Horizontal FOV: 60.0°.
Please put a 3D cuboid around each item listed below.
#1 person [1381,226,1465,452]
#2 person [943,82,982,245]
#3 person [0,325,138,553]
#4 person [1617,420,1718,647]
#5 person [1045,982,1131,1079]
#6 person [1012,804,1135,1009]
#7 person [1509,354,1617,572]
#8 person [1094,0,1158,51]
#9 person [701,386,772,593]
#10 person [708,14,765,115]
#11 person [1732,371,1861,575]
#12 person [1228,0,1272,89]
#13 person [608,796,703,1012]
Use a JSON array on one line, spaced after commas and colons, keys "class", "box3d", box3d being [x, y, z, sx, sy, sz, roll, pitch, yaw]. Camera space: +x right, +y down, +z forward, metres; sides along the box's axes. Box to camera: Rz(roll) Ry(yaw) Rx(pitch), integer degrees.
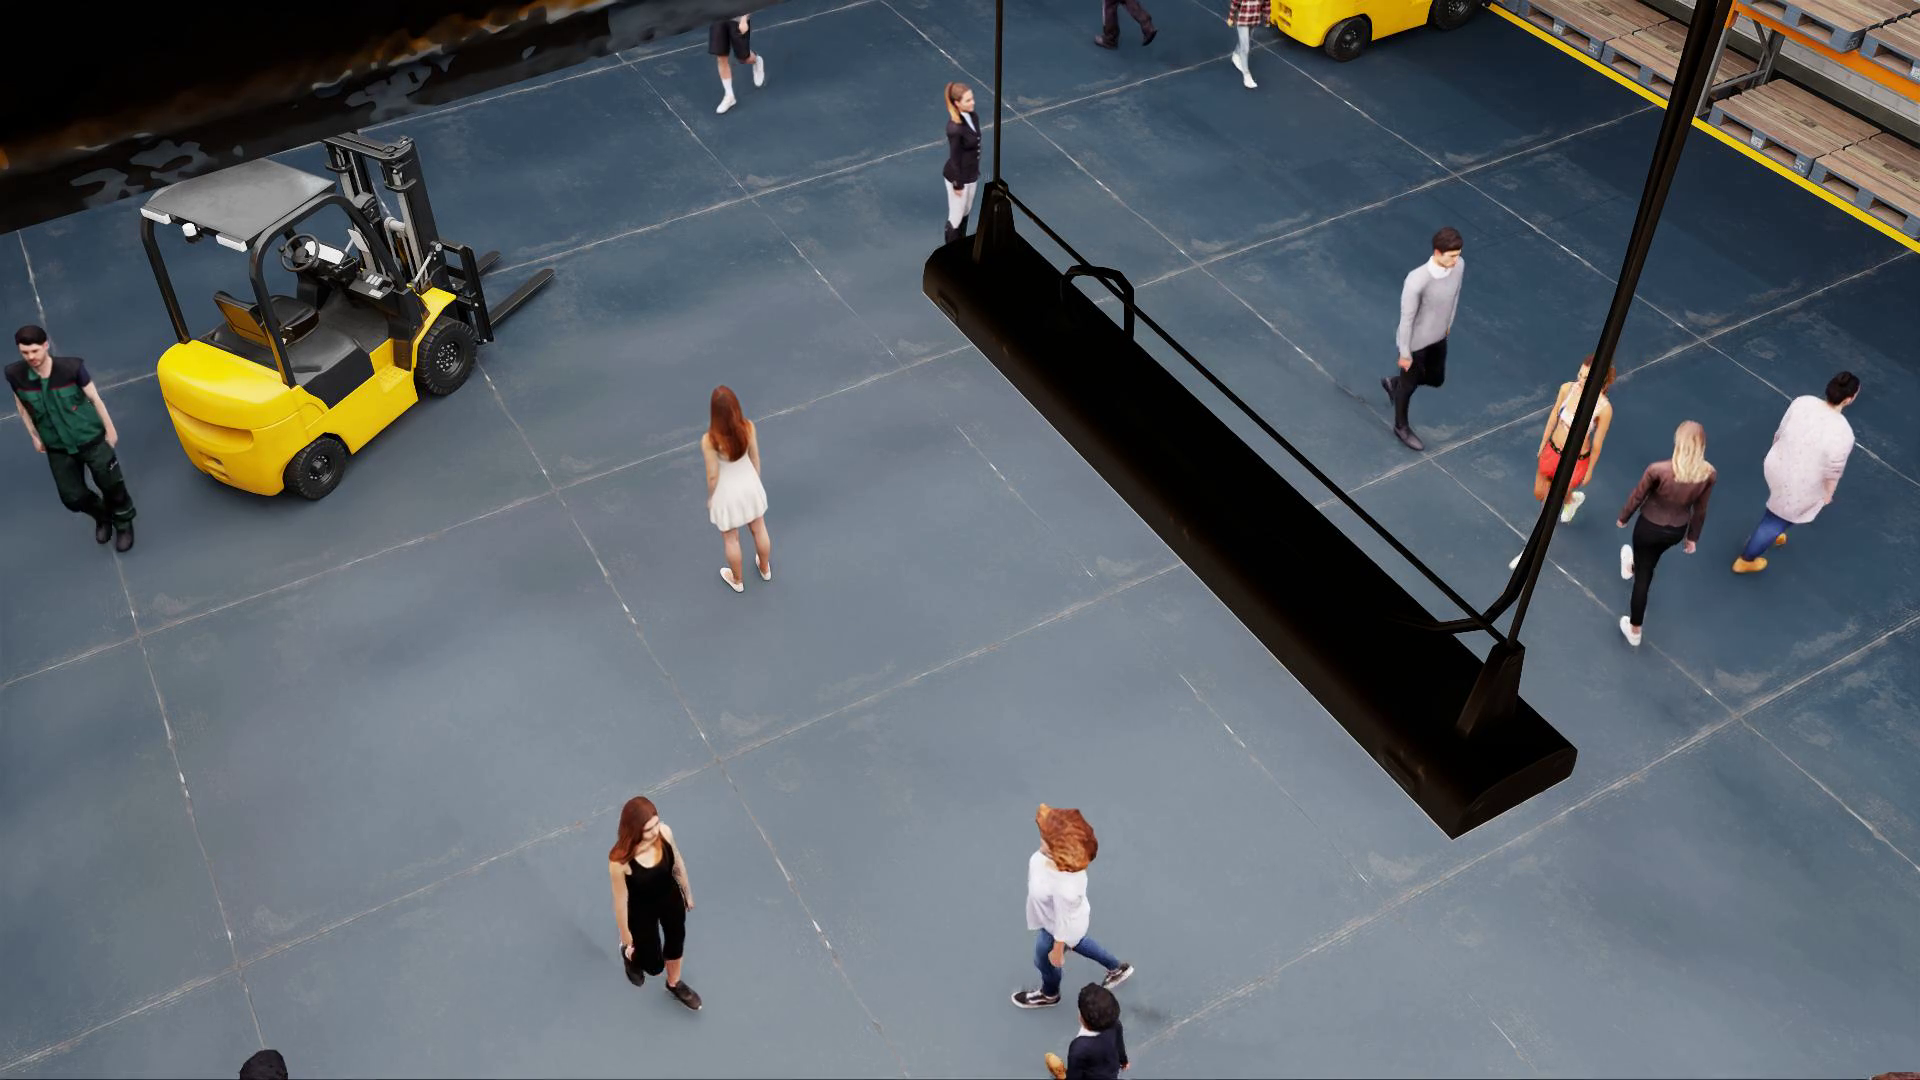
[{"class": "person", "box3d": [3.388, -1.571, 12.402, 0.780, 1.907, 0.867, -27, 50, -25]}, {"class": "person", "box3d": [0.019, -3.075, 14.110, 0.702, 1.729, 0.667, 19, 47, 19]}, {"class": "person", "box3d": [-6.141, -0.757, 11.555, 0.764, 1.896, 0.744, -11, 45, -11]}, {"class": "person", "box3d": [4.611, 0.009, 10.922, 0.971, 1.660, 1.162, 0, 44, 0]}, {"class": "person", "box3d": [0.733, 2.722, 8.416, 0.911, 1.189, 0.672, 32, 52, 29]}, {"class": "person", "box3d": [0.634, 1.993, 8.820, 0.982, 1.687, 0.974, 2, 44, 2]}, {"class": "person", "box3d": [4.222, -0.577, 11.457, 0.714, 1.771, 0.953, -28, 50, -27]}, {"class": "person", "box3d": [1.735, -5.825, 16.920, 1.035, 1.834, 0.855, 29, 51, 27]}, {"class": "person", "box3d": [-1.517, -0.347, 11.258, 0.547, 1.711, 0.516, -21, 47, -21]}, {"class": "person", "box3d": [-2.194, -5.132, 16.183, 1.056, 1.847, 1.062, 18, 46, 18]}, {"class": "person", "box3d": [5.639, -0.439, 11.345, 0.842, 1.726, 0.792, -12, 45, -12]}, {"class": "person", "box3d": [2.887, -5.279, 16.751, 0.671, 1.275, 0.944, -13, 45, -13]}, {"class": "person", "box3d": [-1.689, 1.911, 8.883, 0.837, 1.719, 0.715, 33, 53, 30]}]
